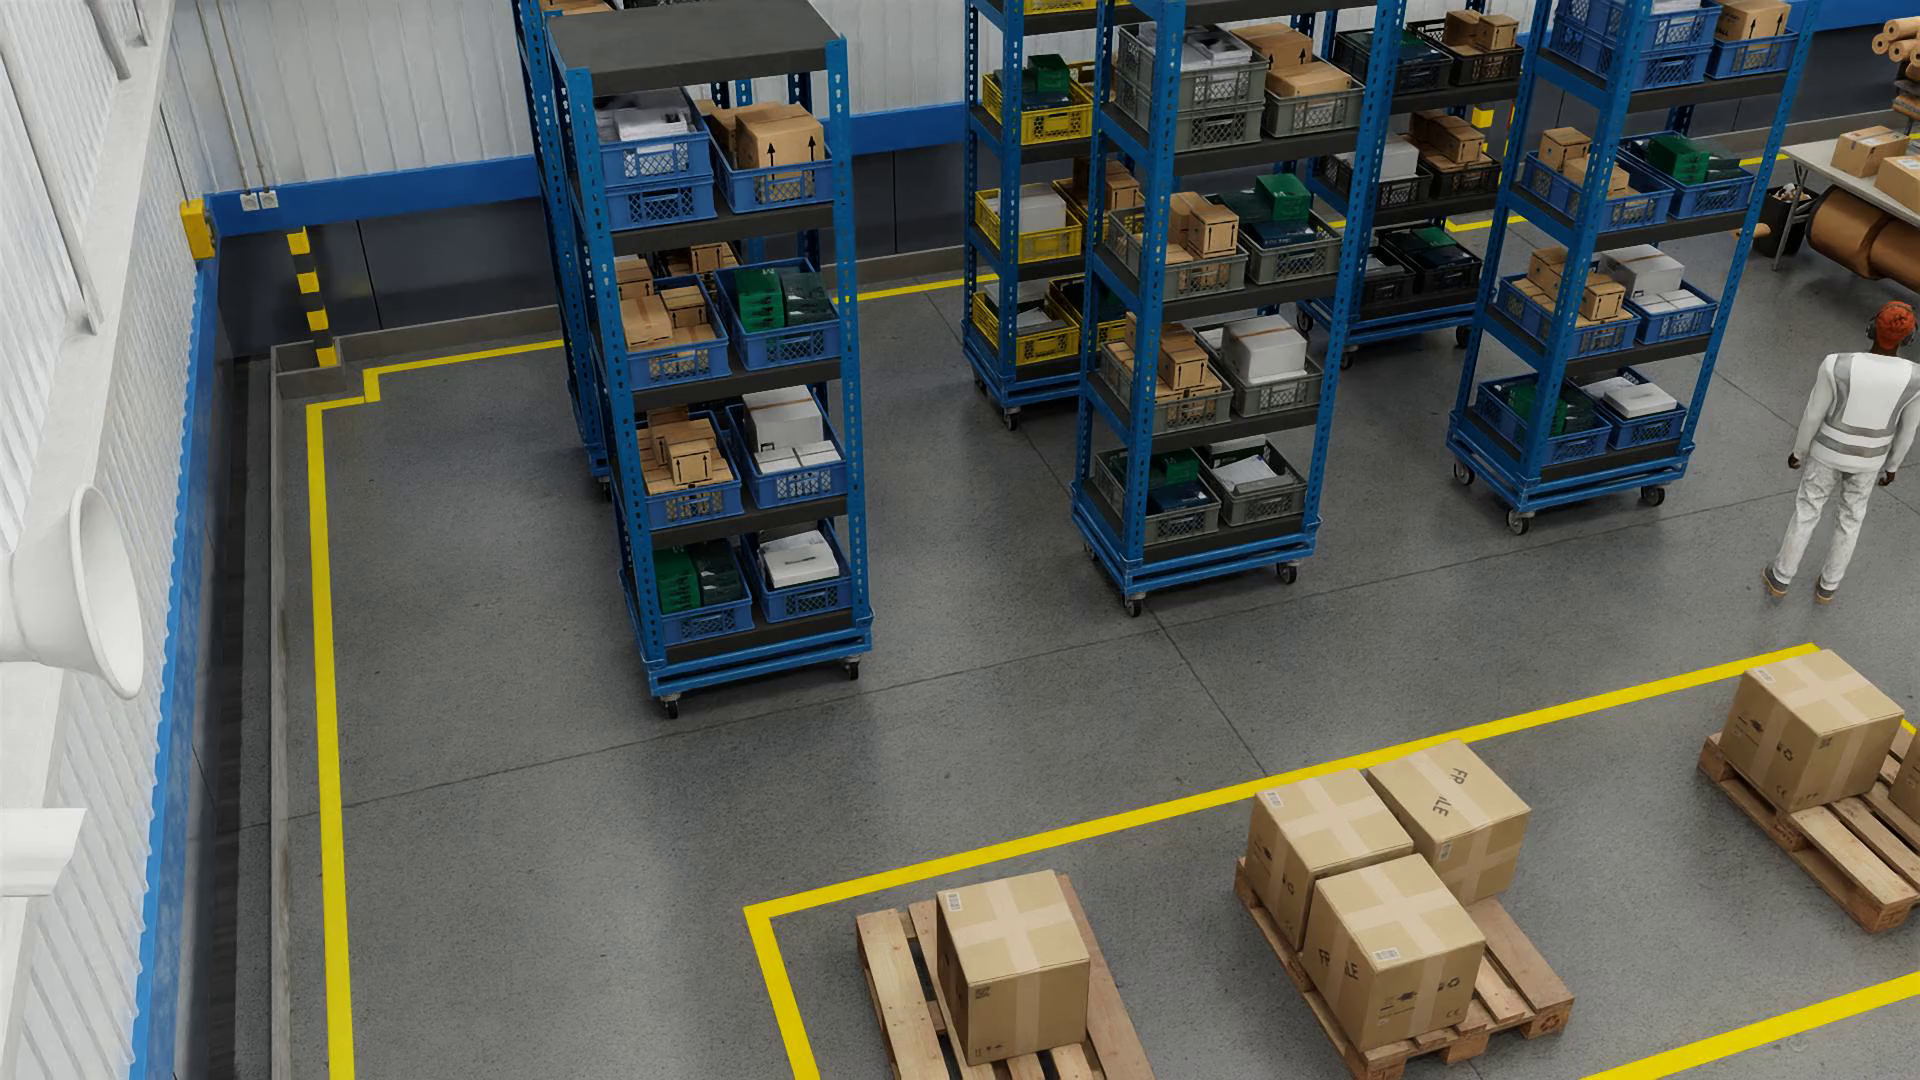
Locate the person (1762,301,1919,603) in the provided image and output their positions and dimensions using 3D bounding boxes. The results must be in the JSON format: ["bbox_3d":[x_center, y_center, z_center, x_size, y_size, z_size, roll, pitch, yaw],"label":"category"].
[{"bbox_3d":[4.971,-0.473,9.326,0.577,1.882,0.354,11,37,15],"label":"person"}]
